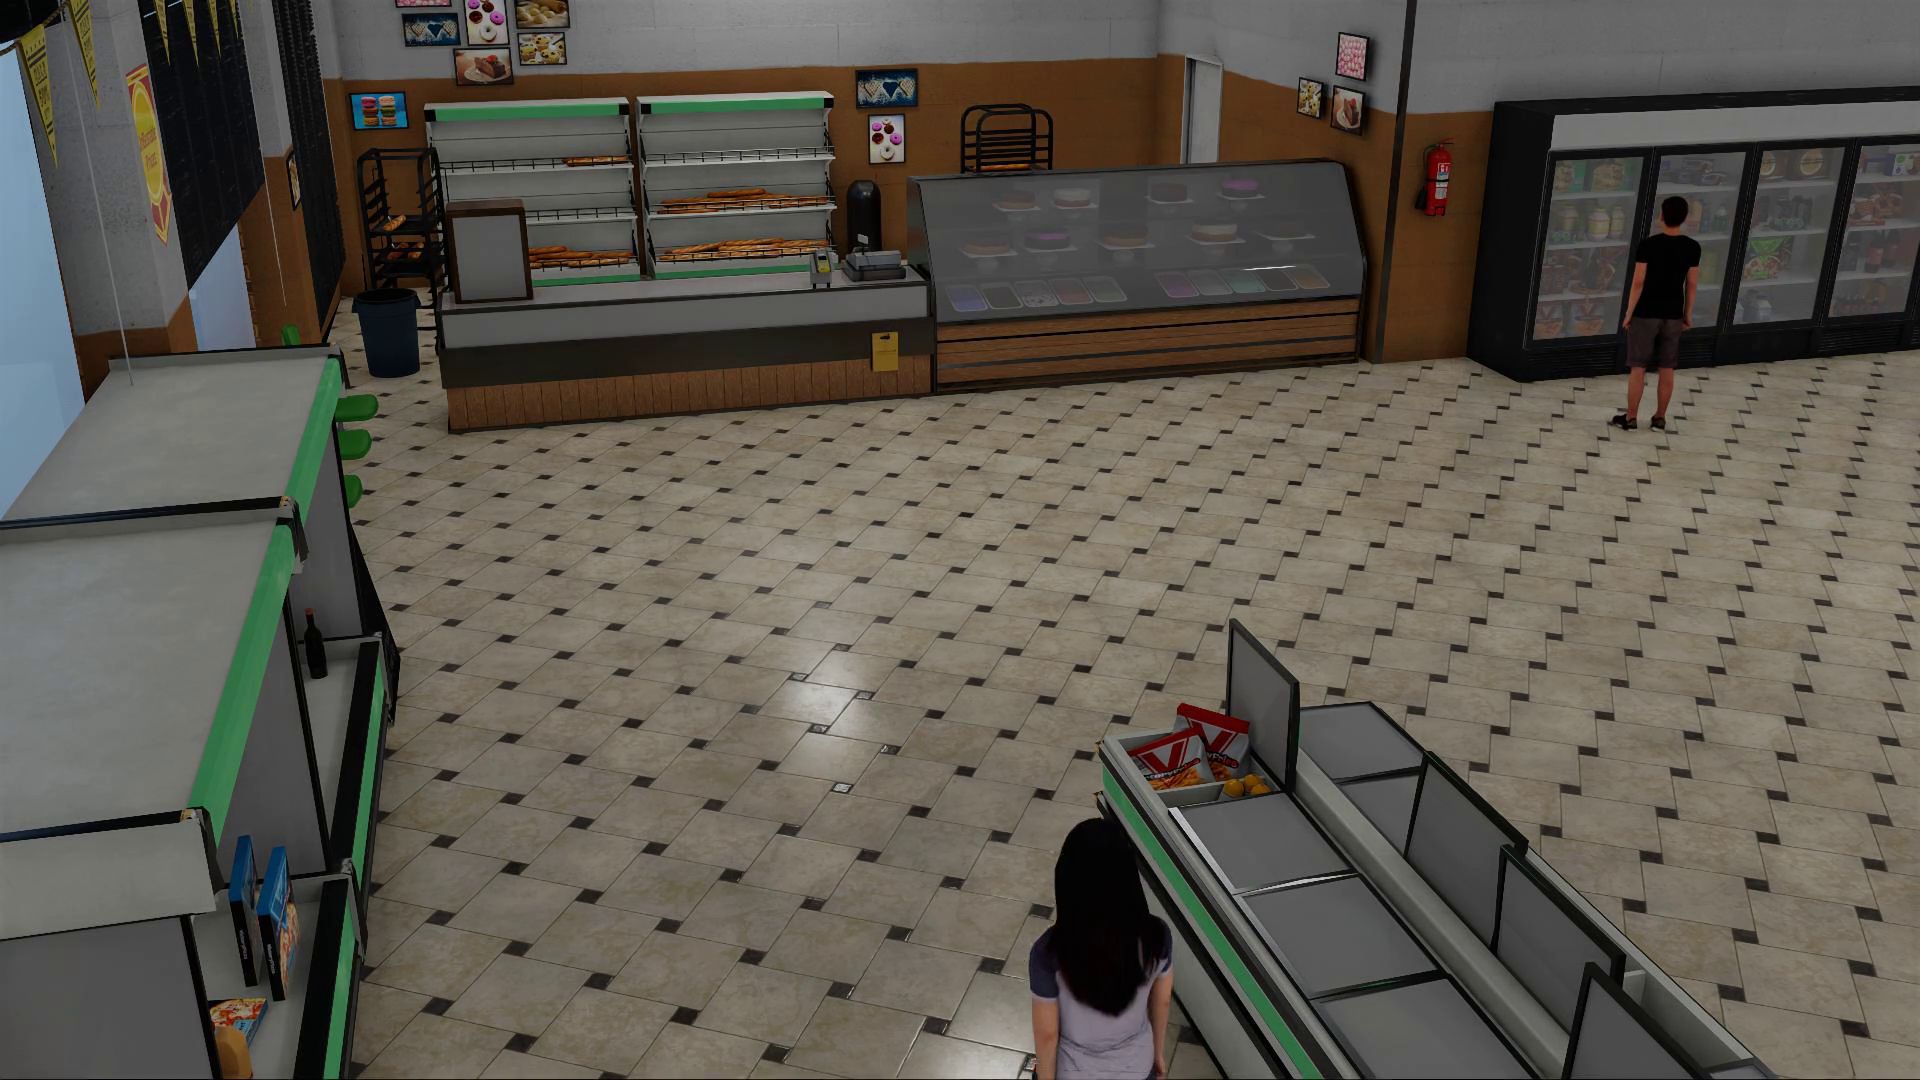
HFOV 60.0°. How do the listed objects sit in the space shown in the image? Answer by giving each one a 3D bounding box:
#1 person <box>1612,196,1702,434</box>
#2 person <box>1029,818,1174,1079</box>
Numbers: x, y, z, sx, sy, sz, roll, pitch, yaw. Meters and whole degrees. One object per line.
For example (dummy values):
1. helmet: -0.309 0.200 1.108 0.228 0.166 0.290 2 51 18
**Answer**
1. person: 5.482 -1.768 13.070 0.753 1.860 0.688 1 22 3
2. person: 0.433 1.623 4.884 0.653 1.673 1.101 -4 22 -10
